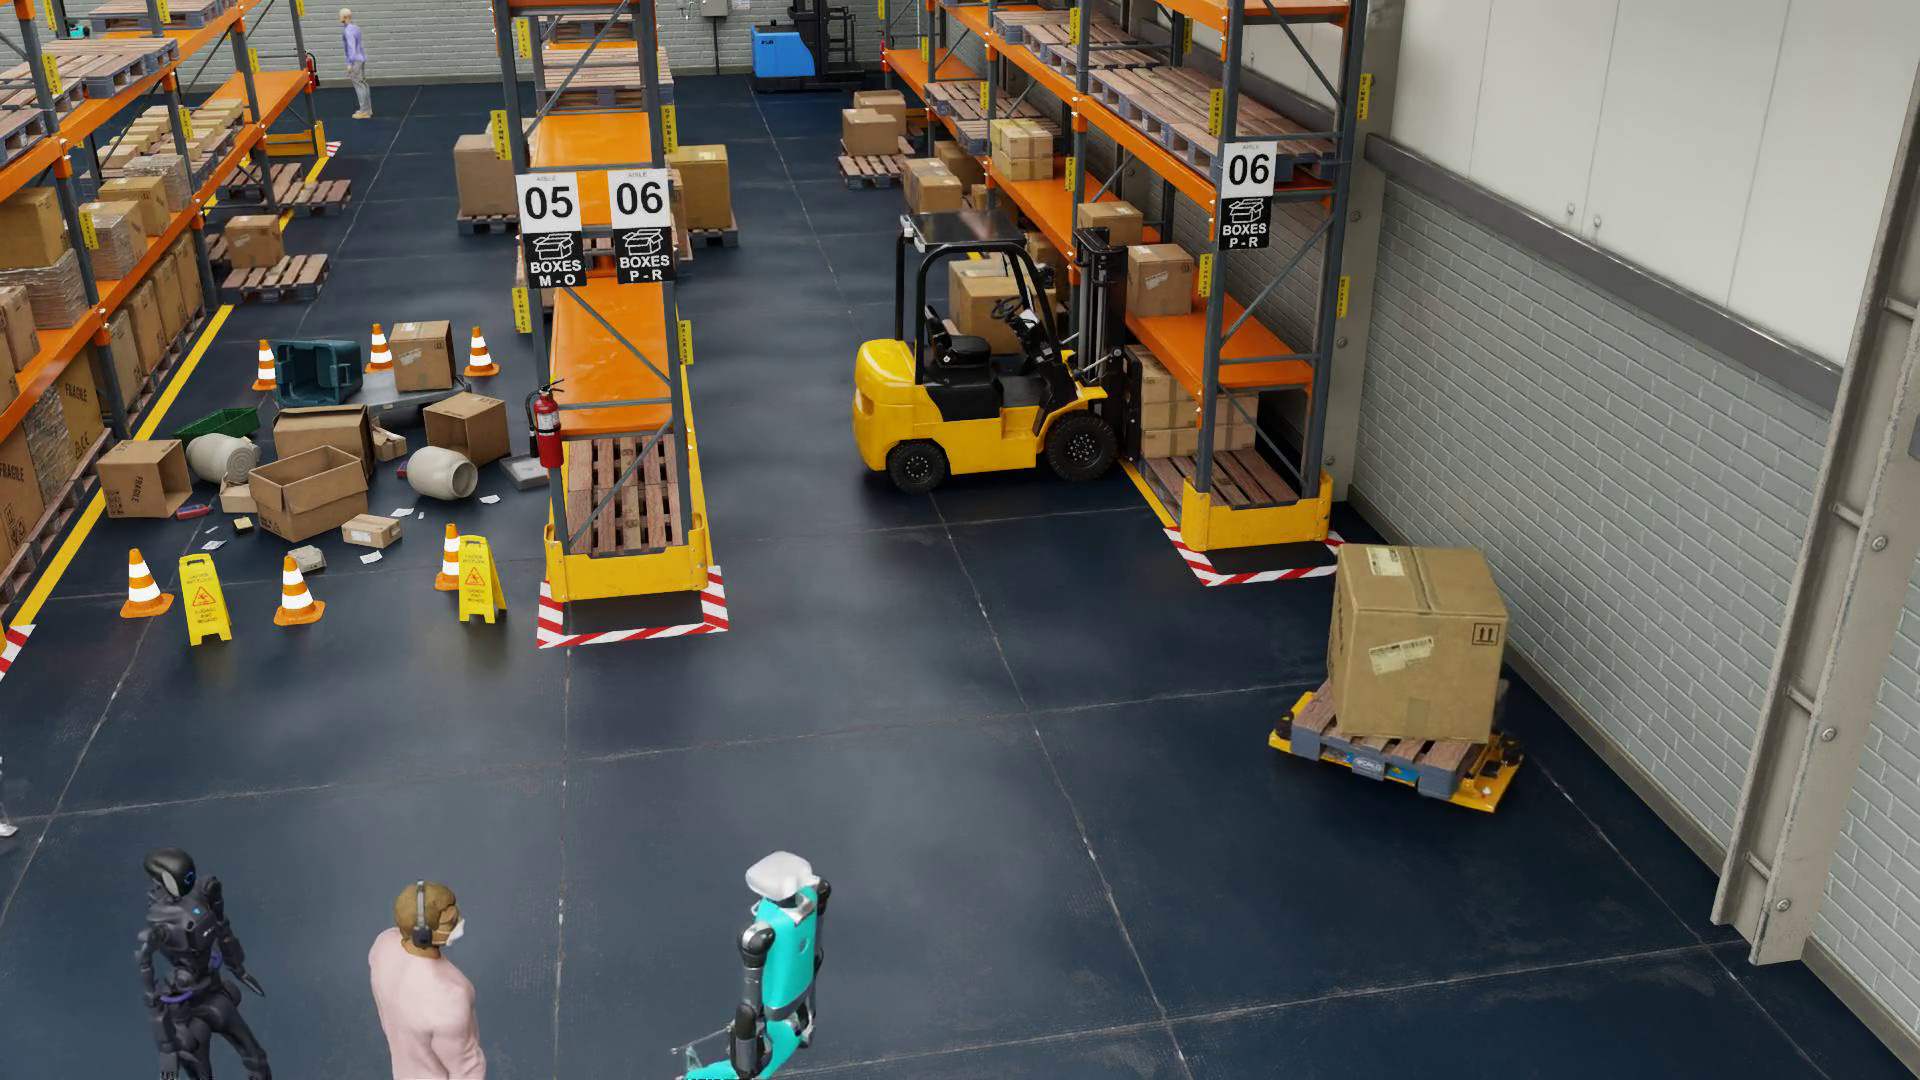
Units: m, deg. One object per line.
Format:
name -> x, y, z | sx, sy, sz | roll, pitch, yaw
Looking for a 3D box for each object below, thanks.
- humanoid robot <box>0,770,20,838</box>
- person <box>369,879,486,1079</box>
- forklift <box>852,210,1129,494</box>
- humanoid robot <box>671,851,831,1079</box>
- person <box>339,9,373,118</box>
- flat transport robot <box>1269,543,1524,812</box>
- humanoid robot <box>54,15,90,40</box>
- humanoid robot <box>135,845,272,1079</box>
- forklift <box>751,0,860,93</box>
humanoid robot -> -5.704, 0.980, 9.387 | 1.002, 1.735, 0.551 | 7, 27, 15
person -> -2.065, 2.182, 6.661 | 0.360, 1.936, 0.630 | -23, 34, -39
forklift -> 0.216, -1.659, 14.366 | 2.313, 2.155, 1.214 | -5, 26, -10
humanoid robot -> -0.950, 2.068, 7.170 | 0.884, 1.784, 0.575 | 14, 29, 26
person -> -10.219, -8.071, 28.172 | 0.375, 1.796, 0.602 | -2, 26, -4
flat transport robot -> 2.742, 1.281, 10.461 | 1.431, 0.231, 0.659 | 15, 30, 28
humanoid robot -> -14.513, -7.724, 27.574 | 0.542, 1.844, 0.749 | -21, 33, -37
humanoid robot -> -3.282, 2.036, 7.253 | 0.391, 1.648, 0.614 | 5, 26, 11
forklift -> -2.872, -9.679, 30.288 | 1.873, 2.768, 1.129 | -5, 26, -10
